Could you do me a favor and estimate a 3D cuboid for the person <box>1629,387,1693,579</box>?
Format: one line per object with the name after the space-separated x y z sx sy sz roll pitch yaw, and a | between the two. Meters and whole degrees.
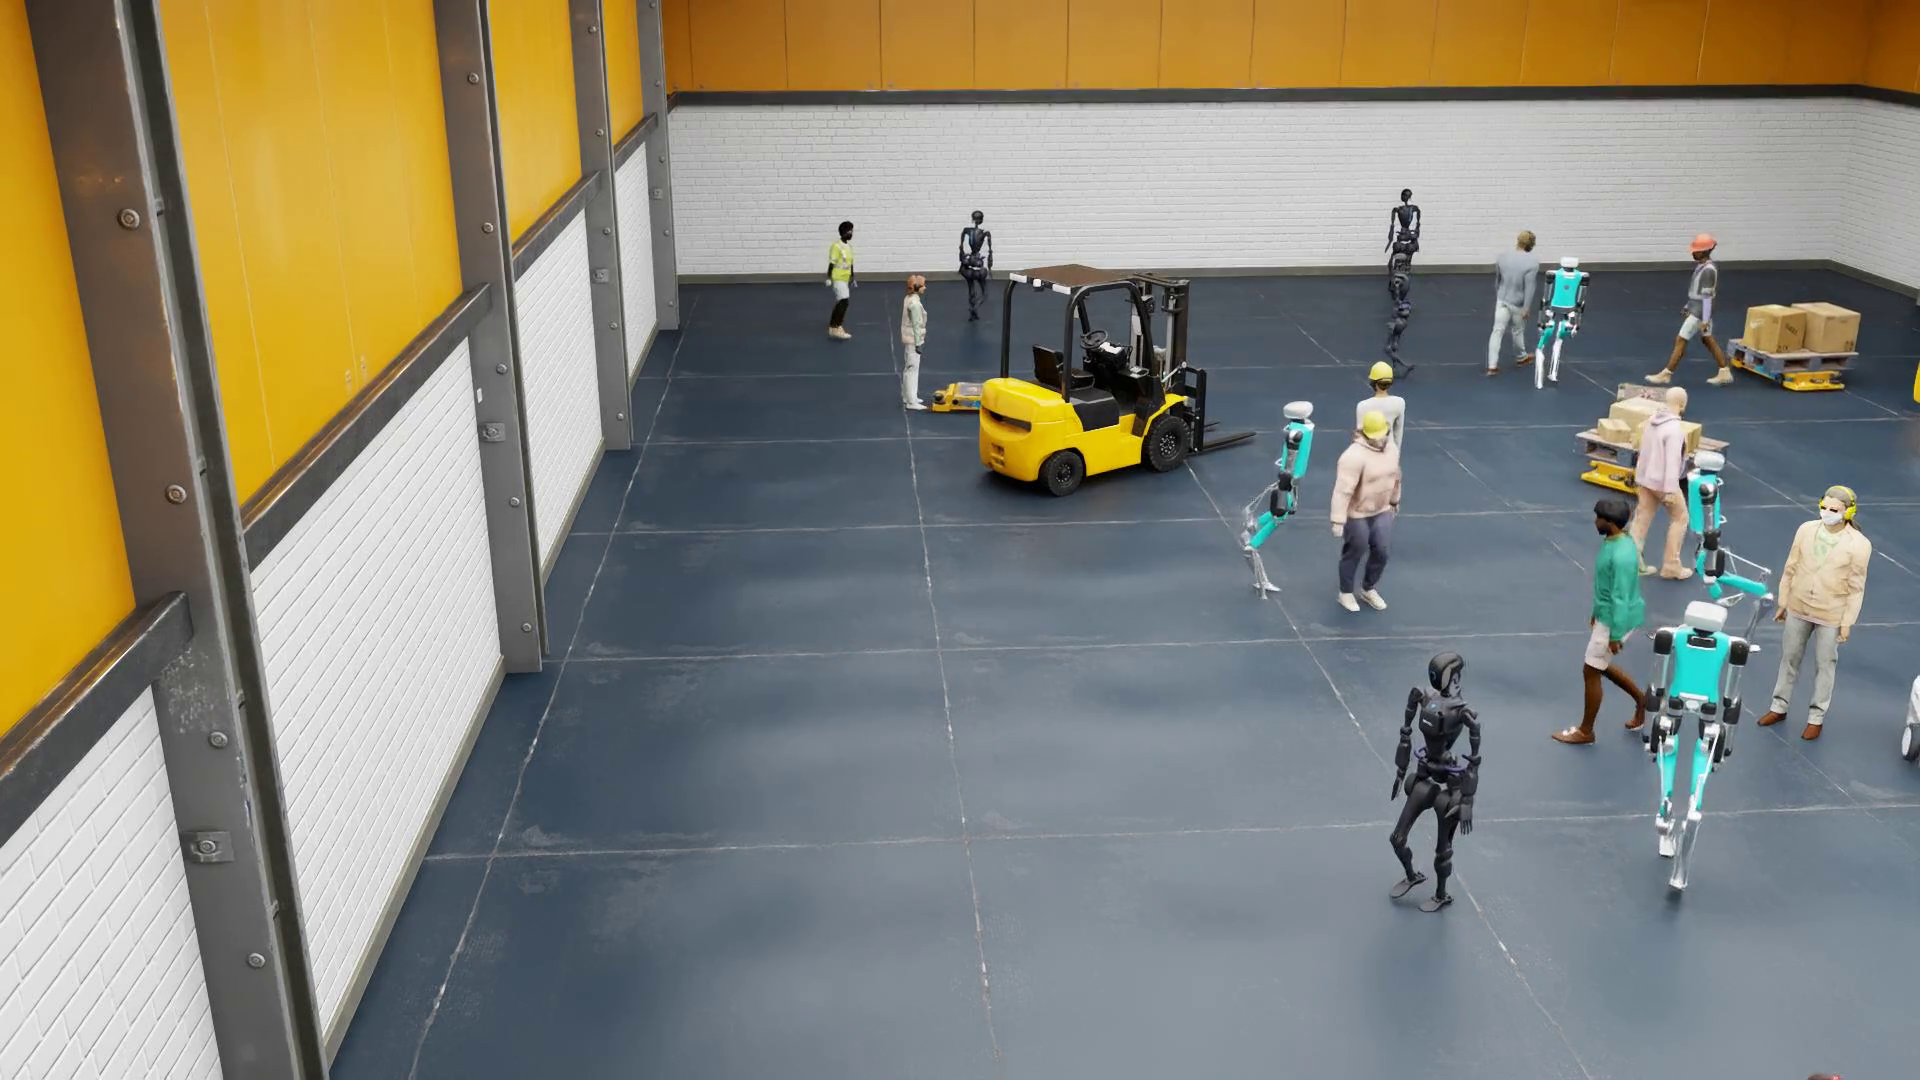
6.335 -0.506 14.837 0.671 1.757 0.558 -4 20 -10 | person

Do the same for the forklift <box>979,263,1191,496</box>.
1.315 -1.764 17.646 2.313 2.155 1.214 -14 24 -33 | forklift

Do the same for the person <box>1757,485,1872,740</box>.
6.158 0.502 11.932 0.413 1.877 0.553 -17 26 -39 | person

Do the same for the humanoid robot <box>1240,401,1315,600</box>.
2.685 -0.337 14.436 0.679 1.804 0.539 9 22 23 | humanoid robot

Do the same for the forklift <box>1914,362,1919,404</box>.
12.602 -2.435 19.475 2.313 2.155 1.214 -1 20 -4 | forklift

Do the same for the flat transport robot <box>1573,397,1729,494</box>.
7.329 -0.770 17.724 1.431 0.231 0.659 -15 25 -35 | flat transport robot

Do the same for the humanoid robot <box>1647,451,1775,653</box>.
6.071 0.159 13.091 1.052 1.721 0.531 4 21 12 | humanoid robot

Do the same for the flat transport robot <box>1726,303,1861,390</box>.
10.770 -2.209 21.646 0.659 0.231 1.431 -3 20 -9 | flat transport robot

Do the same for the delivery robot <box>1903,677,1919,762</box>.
6.960 1.276 11.762 0.499 0.613 0.814 7 21 19 | delivery robot

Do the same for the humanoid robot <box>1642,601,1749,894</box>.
4.347 1.313 9.971 0.532 1.776 1.001 9 22 23 | humanoid robot

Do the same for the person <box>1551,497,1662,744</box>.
4.689 0.580 11.796 0.684 1.821 0.540 6 21 16 | person

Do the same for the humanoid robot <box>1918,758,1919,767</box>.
6.824 0.807 11.313 0.735 1.782 0.548 -16 25 -37 | humanoid robot

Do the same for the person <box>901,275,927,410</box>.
-0.559 -2.403 20.198 0.315 1.632 0.517 -4 21 -11 | person

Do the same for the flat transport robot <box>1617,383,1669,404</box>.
8.245 -1.603 19.995 0.659 0.231 1.431 8 22 20 | flat transport robot

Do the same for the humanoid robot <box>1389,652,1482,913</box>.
2.798 1.425 9.708 0.376 1.650 0.589 -15 25 -34 | humanoid robot

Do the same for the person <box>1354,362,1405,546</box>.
3.902 -0.805 15.647 0.532 1.766 0.325 -8 22 -20 | person

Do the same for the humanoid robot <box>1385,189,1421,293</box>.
7.118 -4.786 26.620 0.589 1.644 0.378 -7 21 -18 | humanoid robot

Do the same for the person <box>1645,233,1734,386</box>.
9.414 -2.905 21.071 1.038 1.987 0.699 8 22 21 | person

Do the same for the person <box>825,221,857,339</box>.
-1.678 -3.697 23.672 0.489 1.653 0.590 5 21 14 | person

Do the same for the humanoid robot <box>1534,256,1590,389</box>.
7.560 -2.762 21.037 0.551 1.761 0.840 4 21 11 | humanoid robot

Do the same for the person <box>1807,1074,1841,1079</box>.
3.071 2.697 6.301 0.528 1.633 0.349 -19 27 -41 | person

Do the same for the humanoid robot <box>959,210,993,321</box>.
0.194 -4.053 24.636 0.593 1.647 0.418 12 23 29 | humanoid robot

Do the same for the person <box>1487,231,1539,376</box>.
7.299 -3.120 21.771 0.940 1.884 0.640 -19 27 -41 | person

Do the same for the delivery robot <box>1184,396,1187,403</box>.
2.369 -1.719 19.872 0.499 0.578 0.750 -13 24 -31 | delivery robot

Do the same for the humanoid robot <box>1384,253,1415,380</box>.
5.682 -2.883 21.432 0.387 1.643 0.609 7 21 19 | humanoid robot

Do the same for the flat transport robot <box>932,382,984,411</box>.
0.397 -1.734 20.353 1.431 0.231 0.659 1 20 3 | flat transport robot

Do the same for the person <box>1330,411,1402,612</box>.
3.416 -0.240 14.022 0.818 1.826 0.547 -8 22 -21 | person
